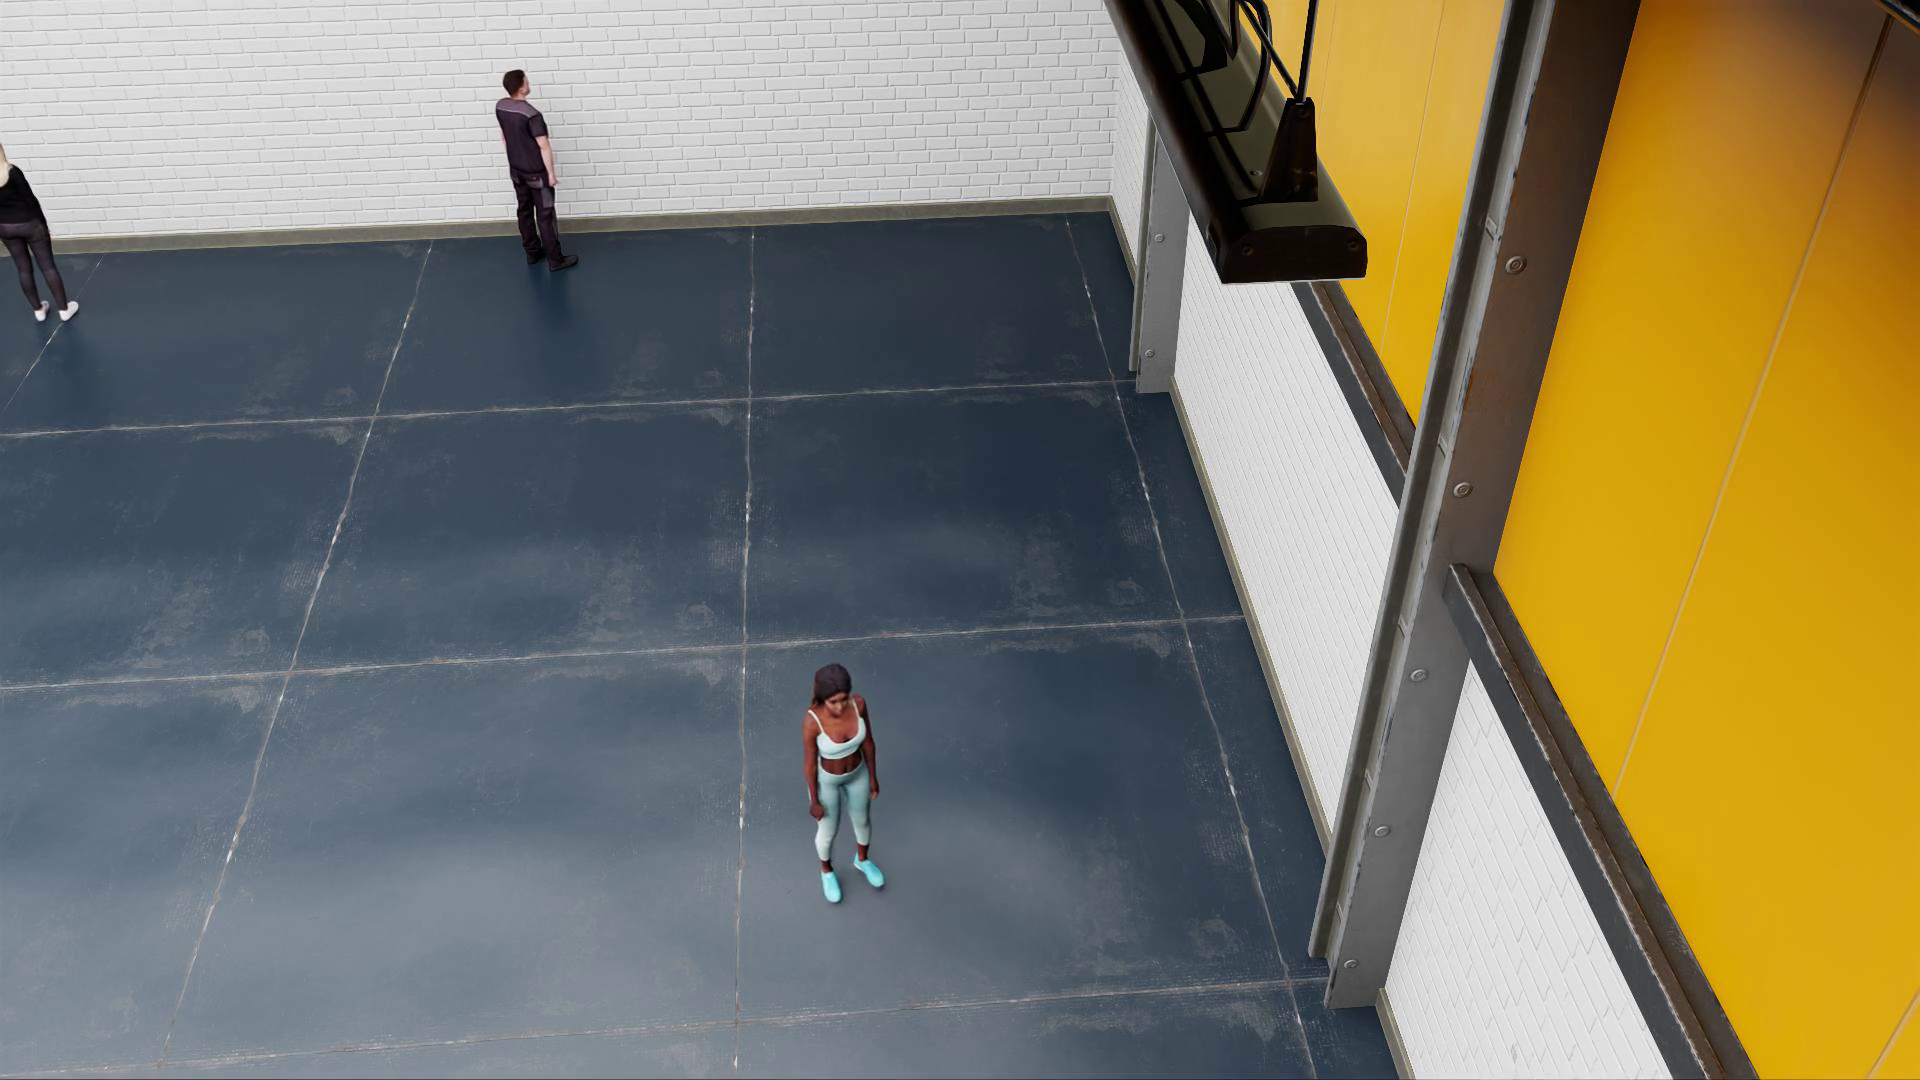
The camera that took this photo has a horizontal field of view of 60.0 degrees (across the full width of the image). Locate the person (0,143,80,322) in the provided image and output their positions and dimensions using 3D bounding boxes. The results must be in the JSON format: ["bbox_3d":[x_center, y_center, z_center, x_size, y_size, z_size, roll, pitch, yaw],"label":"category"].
[{"bbox_3d":[-7.941,-2.624,14.050,0.601,1.685,0.516,-3,39,-3],"label":"person"}]

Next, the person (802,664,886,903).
[{"bbox_3d":[-0.655,1.311,9.096,0.646,1.719,0.648,-20,43,-23],"label":"person"}]

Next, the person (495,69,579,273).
[{"bbox_3d":[-3.807,-3.282,14.746,0.791,1.845,0.830,24,45,27],"label":"person"}]
